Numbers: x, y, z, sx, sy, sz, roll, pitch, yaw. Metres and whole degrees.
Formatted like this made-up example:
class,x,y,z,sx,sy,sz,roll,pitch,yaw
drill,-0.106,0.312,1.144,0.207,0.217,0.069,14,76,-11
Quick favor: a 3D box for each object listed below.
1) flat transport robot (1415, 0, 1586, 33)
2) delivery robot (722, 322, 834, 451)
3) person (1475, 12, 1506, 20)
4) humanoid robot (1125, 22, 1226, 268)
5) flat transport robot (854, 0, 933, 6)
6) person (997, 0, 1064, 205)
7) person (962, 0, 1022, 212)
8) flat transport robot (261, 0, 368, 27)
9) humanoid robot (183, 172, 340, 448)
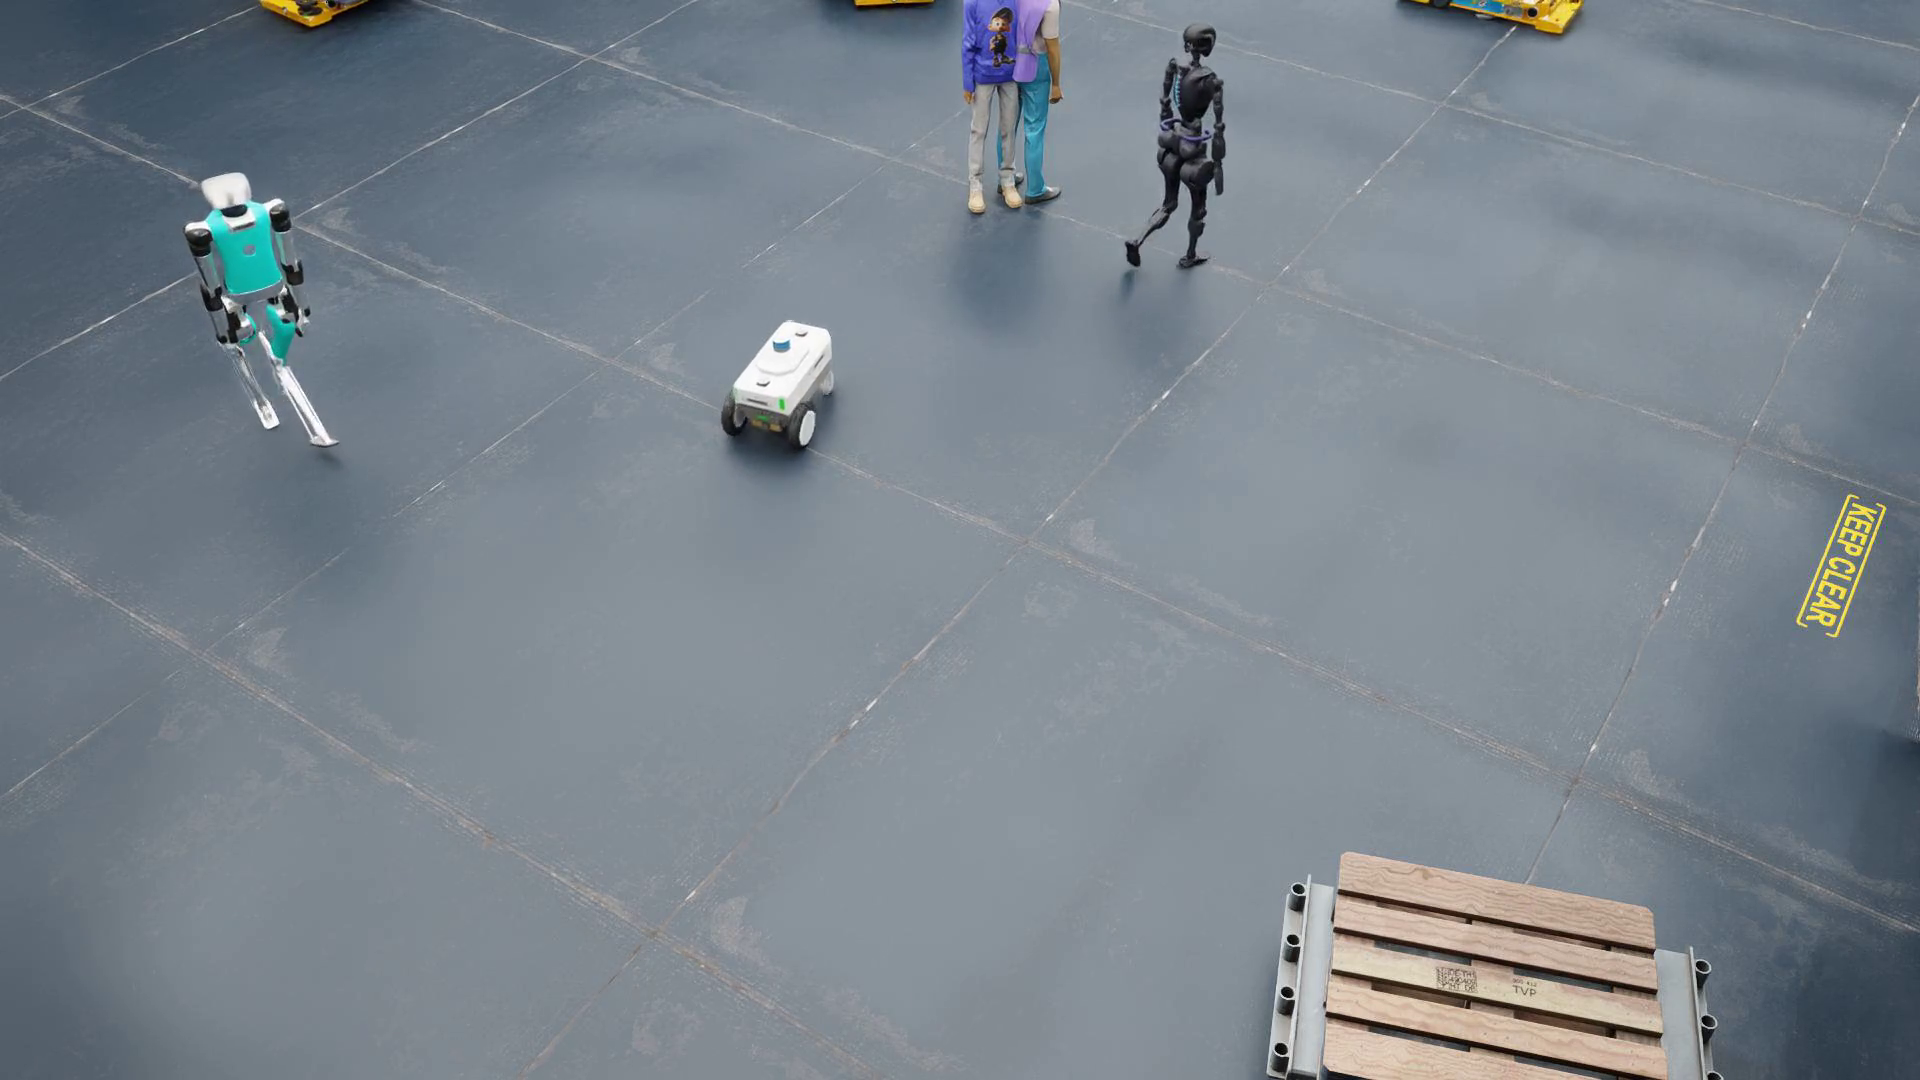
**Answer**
class,x,y,z,sx,sy,sz,roll,pitch,yaw
flat transport robot,4.443,-4.597,13.923,1.431,0.231,0.659,22,46,23
delivery robot,-1.018,-0.923,9.587,0.499,0.581,0.768,14,44,15
person,4.456,-5.135,13.272,0.430,1.938,0.564,2,42,2
humanoid robot,1.377,-2.425,10.437,0.567,1.639,0.593,-26,48,-26
flat transport robot,-0.662,-5.015,14.392,0.659,0.231,1.431,-6,42,-7
person,0.432,-3.114,11.080,0.563,1.847,0.390,31,50,30
person,0.245,-3.059,11.002,0.469,1.871,0.350,-10,43,-11
flat transport robot,-5.127,-4.751,14.096,0.659,0.231,1.431,27,48,27
humanoid robot,-3.885,-1.294,9.135,0.551,1.743,0.979,-27,49,-27
